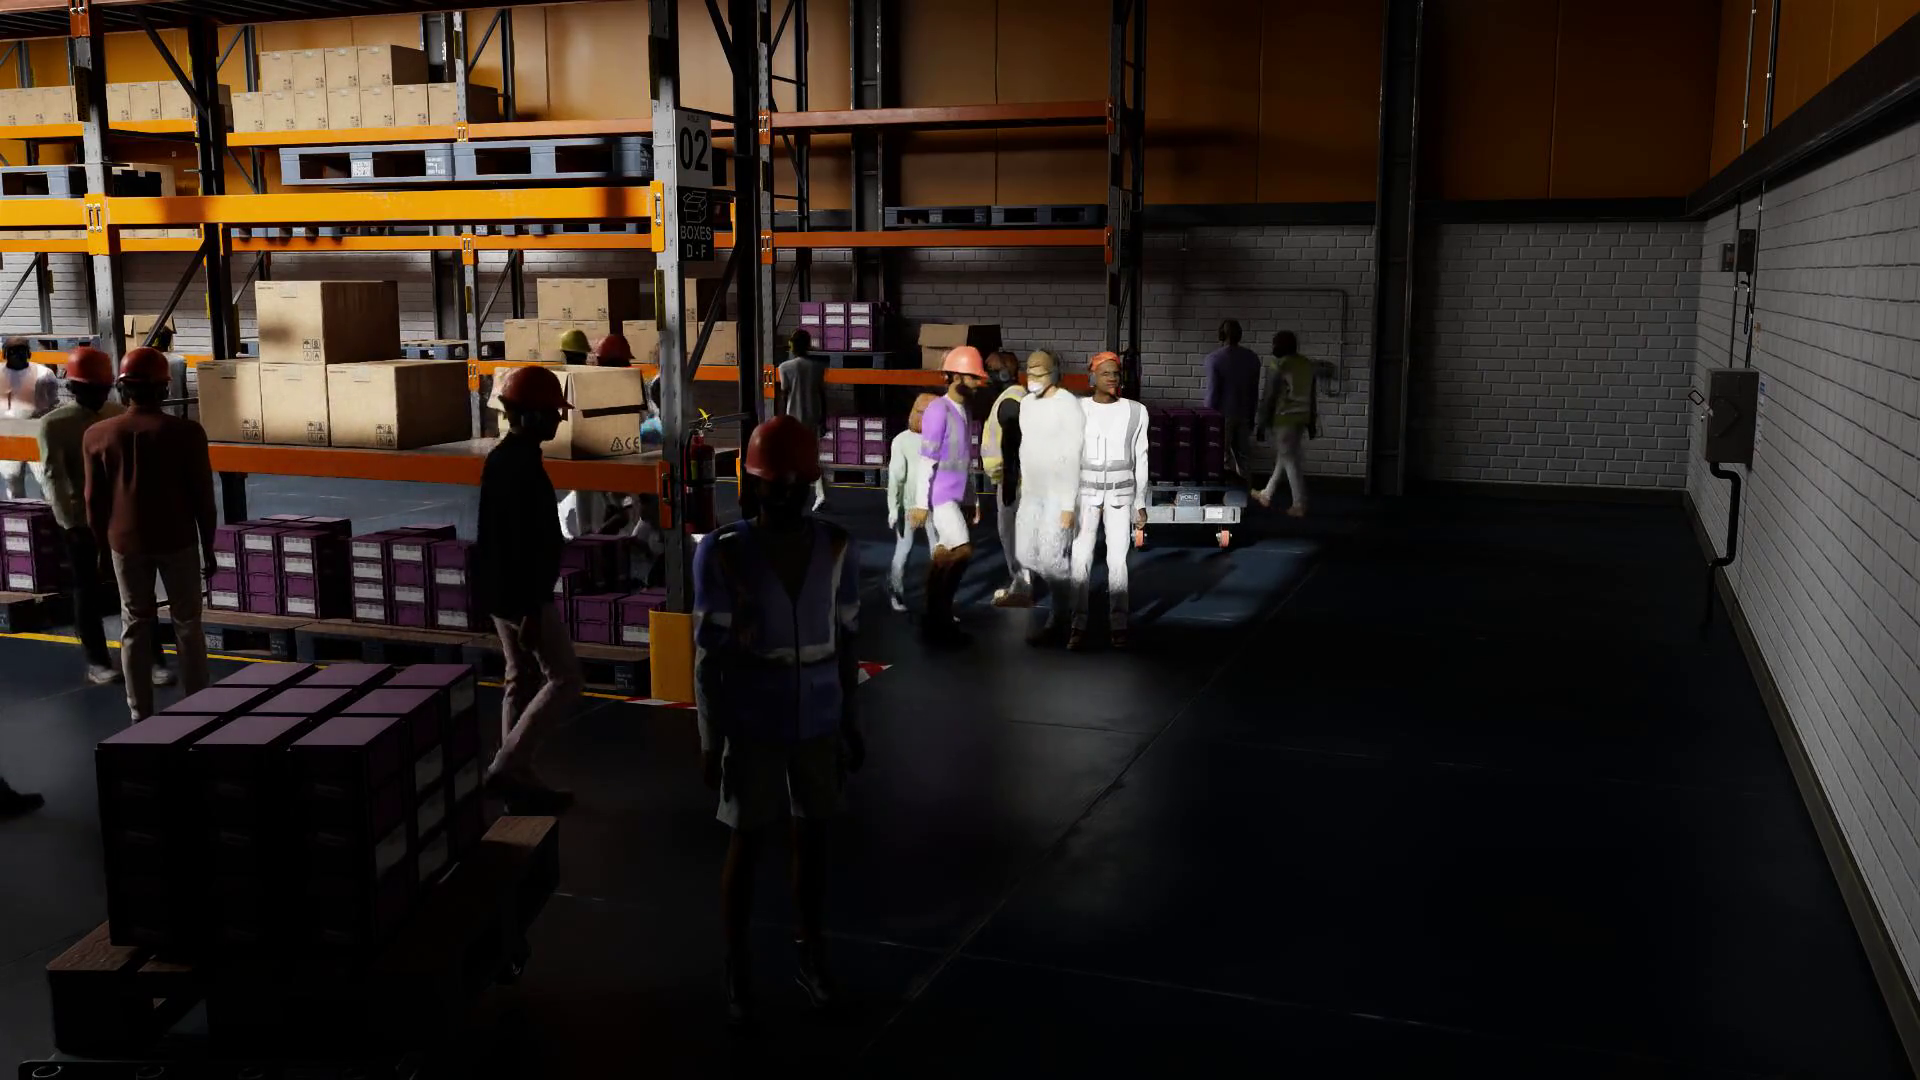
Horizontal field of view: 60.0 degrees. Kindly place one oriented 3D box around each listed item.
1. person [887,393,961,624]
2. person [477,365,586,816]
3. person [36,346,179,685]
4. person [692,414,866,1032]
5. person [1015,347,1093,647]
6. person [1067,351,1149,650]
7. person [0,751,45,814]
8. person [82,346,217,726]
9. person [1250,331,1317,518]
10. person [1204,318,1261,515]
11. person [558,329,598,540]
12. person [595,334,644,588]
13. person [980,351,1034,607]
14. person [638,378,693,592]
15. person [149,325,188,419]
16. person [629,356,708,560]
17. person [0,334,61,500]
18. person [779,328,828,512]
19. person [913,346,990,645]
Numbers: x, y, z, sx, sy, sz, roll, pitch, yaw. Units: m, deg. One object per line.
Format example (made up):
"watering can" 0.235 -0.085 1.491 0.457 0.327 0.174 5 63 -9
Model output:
"person" -0.279 -0.234 11.403 0.521 1.570 0.828 -4 10 -25
"person" -1.859 0.236 7.193 0.422 1.977 0.619 -5 10 -29
"person" -4.827 -0.111 9.409 0.787 1.954 0.622 7 12 39
"person" -0.547 0.571 5.206 0.551 1.932 0.378 -4 10 -24
"person" 0.621 -0.275 10.602 0.515 1.908 0.669 -6 11 -32
"person" 0.896 -0.243 10.471 0.584 1.884 0.348 0 9 0
"person" -4.422 0.338 7.103 0.690 1.804 0.599 -5 10 -30
"person" -4.118 0.013 8.517 0.612 1.995 0.392 -2 9 -10
"person" 3.144 -1.150 16.413 0.647 1.799 0.943 -7 11 -37
"person" 2.639 -1.192 16.260 0.634 1.937 0.355 -5 10 -27
"person" -3.306 -0.864 14.307 0.572 1.902 0.616 1 9 8
"person" -2.618 -0.572 12.403 0.467 1.923 0.567 -2 9 -10
"person" 0.363 -0.434 11.906 0.436 1.824 0.633 0 9 2
"person" -1.973 -0.278 11.328 0.368 1.684 0.536 4 10 23
"person" -8.000 -1.237 16.768 0.316 1.867 0.531 3 10 20
"person" -2.456 -0.767 13.947 0.998 1.838 0.587 -8 12 -42
"person" -8.346 -0.907 14.797 0.652 1.836 0.478 -4 10 -22
"person" -1.551 -1.203 16.678 0.529 1.838 0.936 -4 10 -24
"person" -0.027 -0.272 10.558 0.517 1.915 0.576 3 9 17
